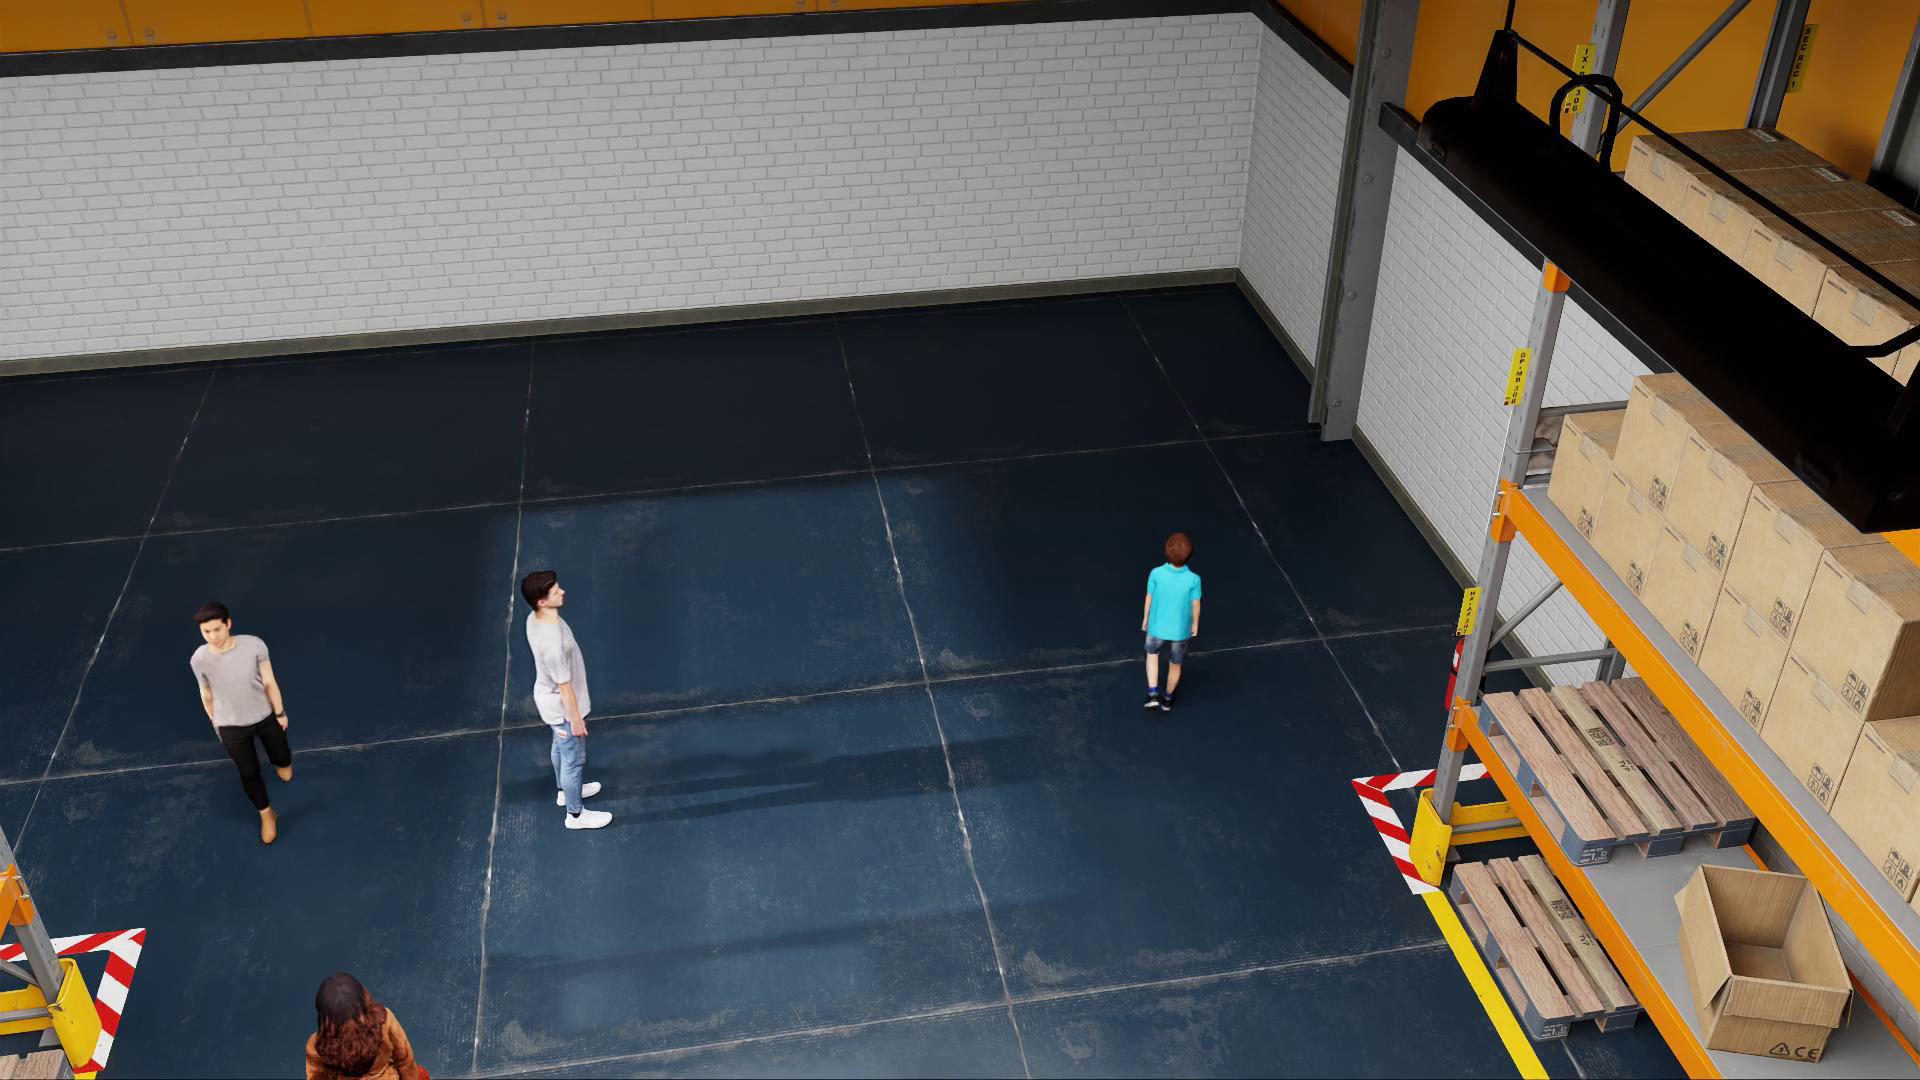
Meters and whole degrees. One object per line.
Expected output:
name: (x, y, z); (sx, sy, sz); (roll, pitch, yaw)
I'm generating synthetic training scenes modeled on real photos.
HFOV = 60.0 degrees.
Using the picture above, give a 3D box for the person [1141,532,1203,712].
person: (1.424, 0.604, 11.342); (0.663, 1.443, 0.737); (7, 34, 10)

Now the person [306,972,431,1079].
person: (-2.750, 2.742, 7.890); (0.901, 1.704, 0.985); (-21, 39, -28)

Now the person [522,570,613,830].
person: (-2.484, 0.978, 10.378); (0.786, 1.888, 0.582); (-14, 36, -20)

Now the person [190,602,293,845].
person: (-4.457, 1.054, 10.424); (0.719, 1.710, 0.955); (-12, 35, -18)
